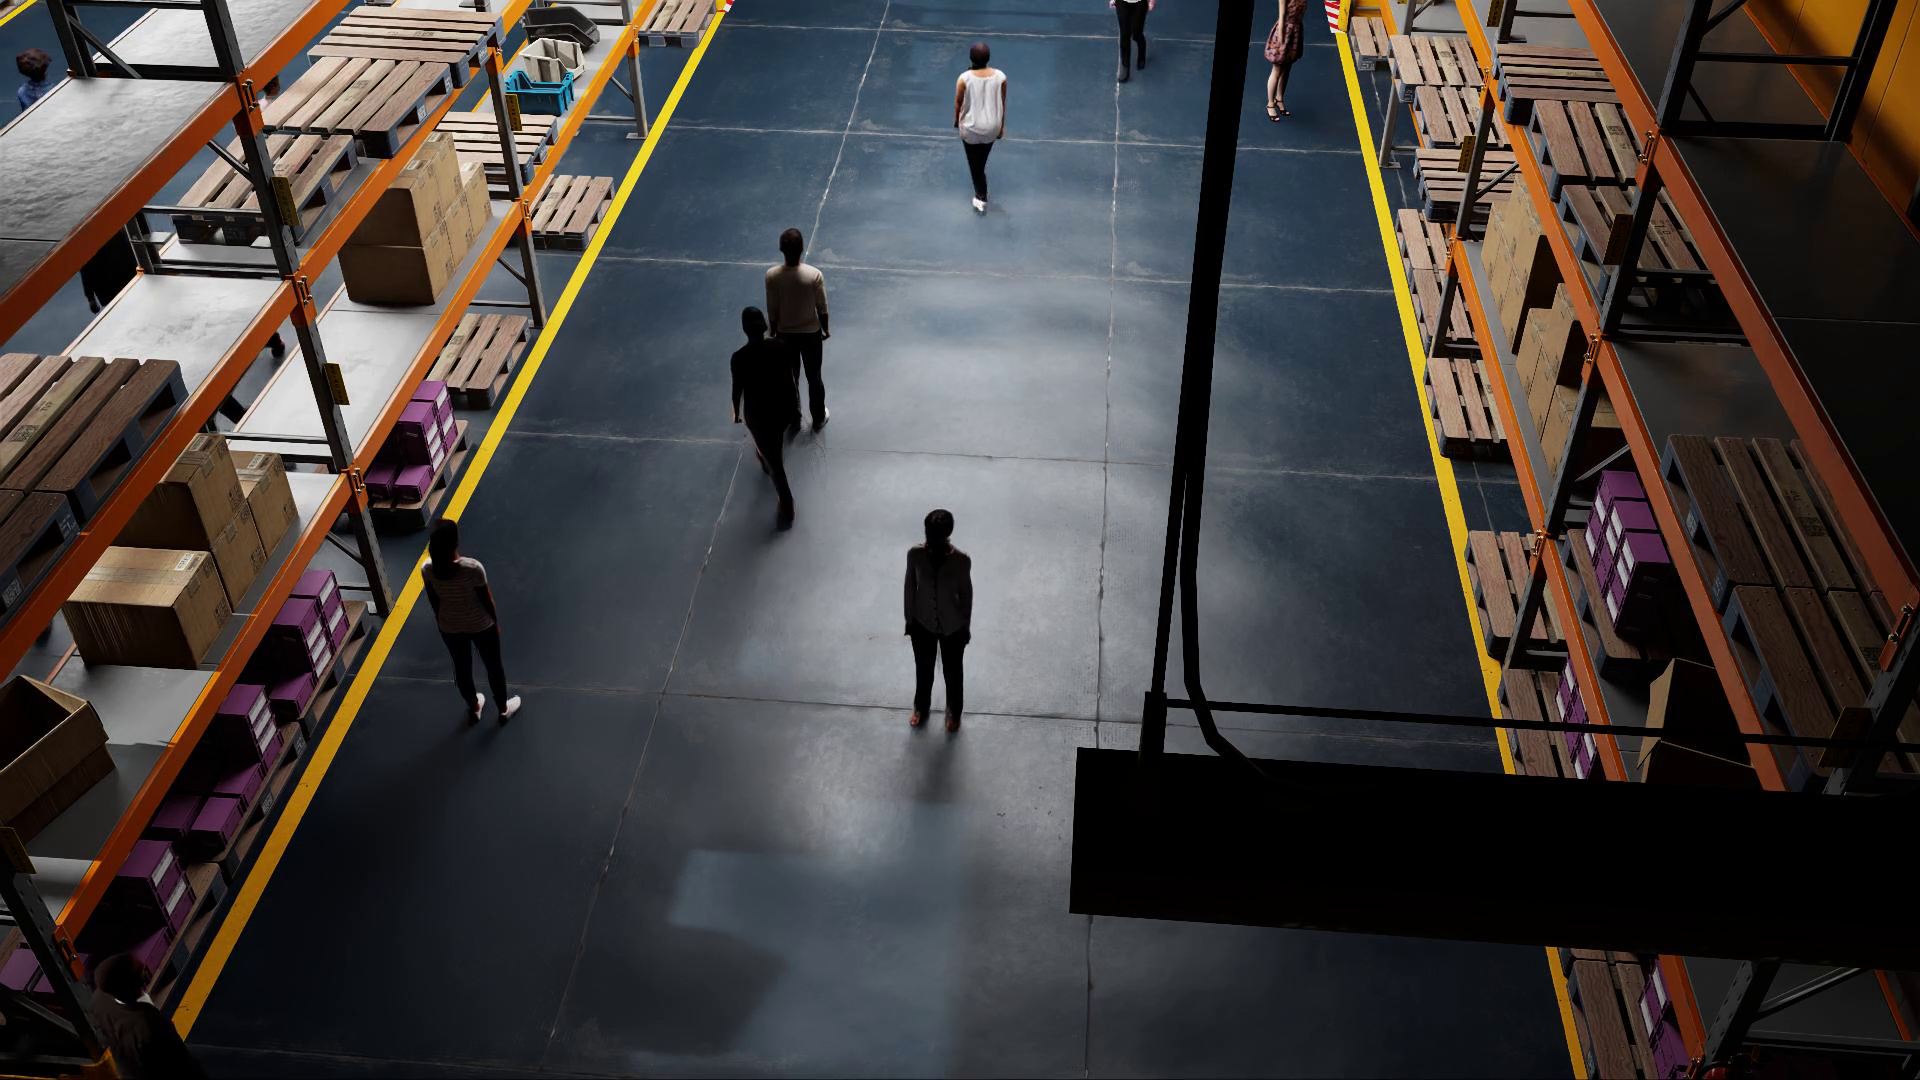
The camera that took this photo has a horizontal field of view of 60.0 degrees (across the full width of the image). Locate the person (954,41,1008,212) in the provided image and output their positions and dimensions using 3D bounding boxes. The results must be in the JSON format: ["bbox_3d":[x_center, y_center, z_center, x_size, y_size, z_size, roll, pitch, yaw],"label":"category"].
[{"bbox_3d":[0.204,-4.107,16.654,0.938,1.640,1.197,-12,40,-14],"label":"person"}]

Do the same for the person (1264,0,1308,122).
[{"bbox_3d":[3.605,-5.502,18.294,0.864,1.773,0.795,31,48,33],"label":"person"}]

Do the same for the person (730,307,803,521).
[{"bbox_3d":[-1.419,-0.912,12.589,1.035,1.720,1.188,-18,42,-21],"label":"person"}]

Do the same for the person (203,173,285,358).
[{"bbox_3d":[-6.317,-2.357,14.372,0.721,1.753,0.703,4,39,5],"label":"person"}]

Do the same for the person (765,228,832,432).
[{"bbox_3d":[-1.305,-1.686,13.488,0.670,1.808,0.579,-1,39,-1],"label":"person"}]

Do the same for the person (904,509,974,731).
[{"bbox_3d":[-0.132,0.506,10.770,0.606,1.773,0.542,6,39,8],"label":"person"}]

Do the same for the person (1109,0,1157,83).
[{"bbox_3d":[2.011,-6.247,19.165,0.791,1.851,0.873,14,41,17],"label":"person"}]

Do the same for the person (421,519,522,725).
[{"bbox_3d":[-3.216,0.546,10.825,0.573,1.643,0.527,1,39,1],"label":"person"}]

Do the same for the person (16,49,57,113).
[{"bbox_3d":[-8.803,-3.835,16.195,0.804,1.786,0.847,-9,39,-11],"label":"person"}]

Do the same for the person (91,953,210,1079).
[{"bbox_3d":[-3.909,2.689,8.034,0.977,1.778,1.177,22,44,25],"label":"person"}]
